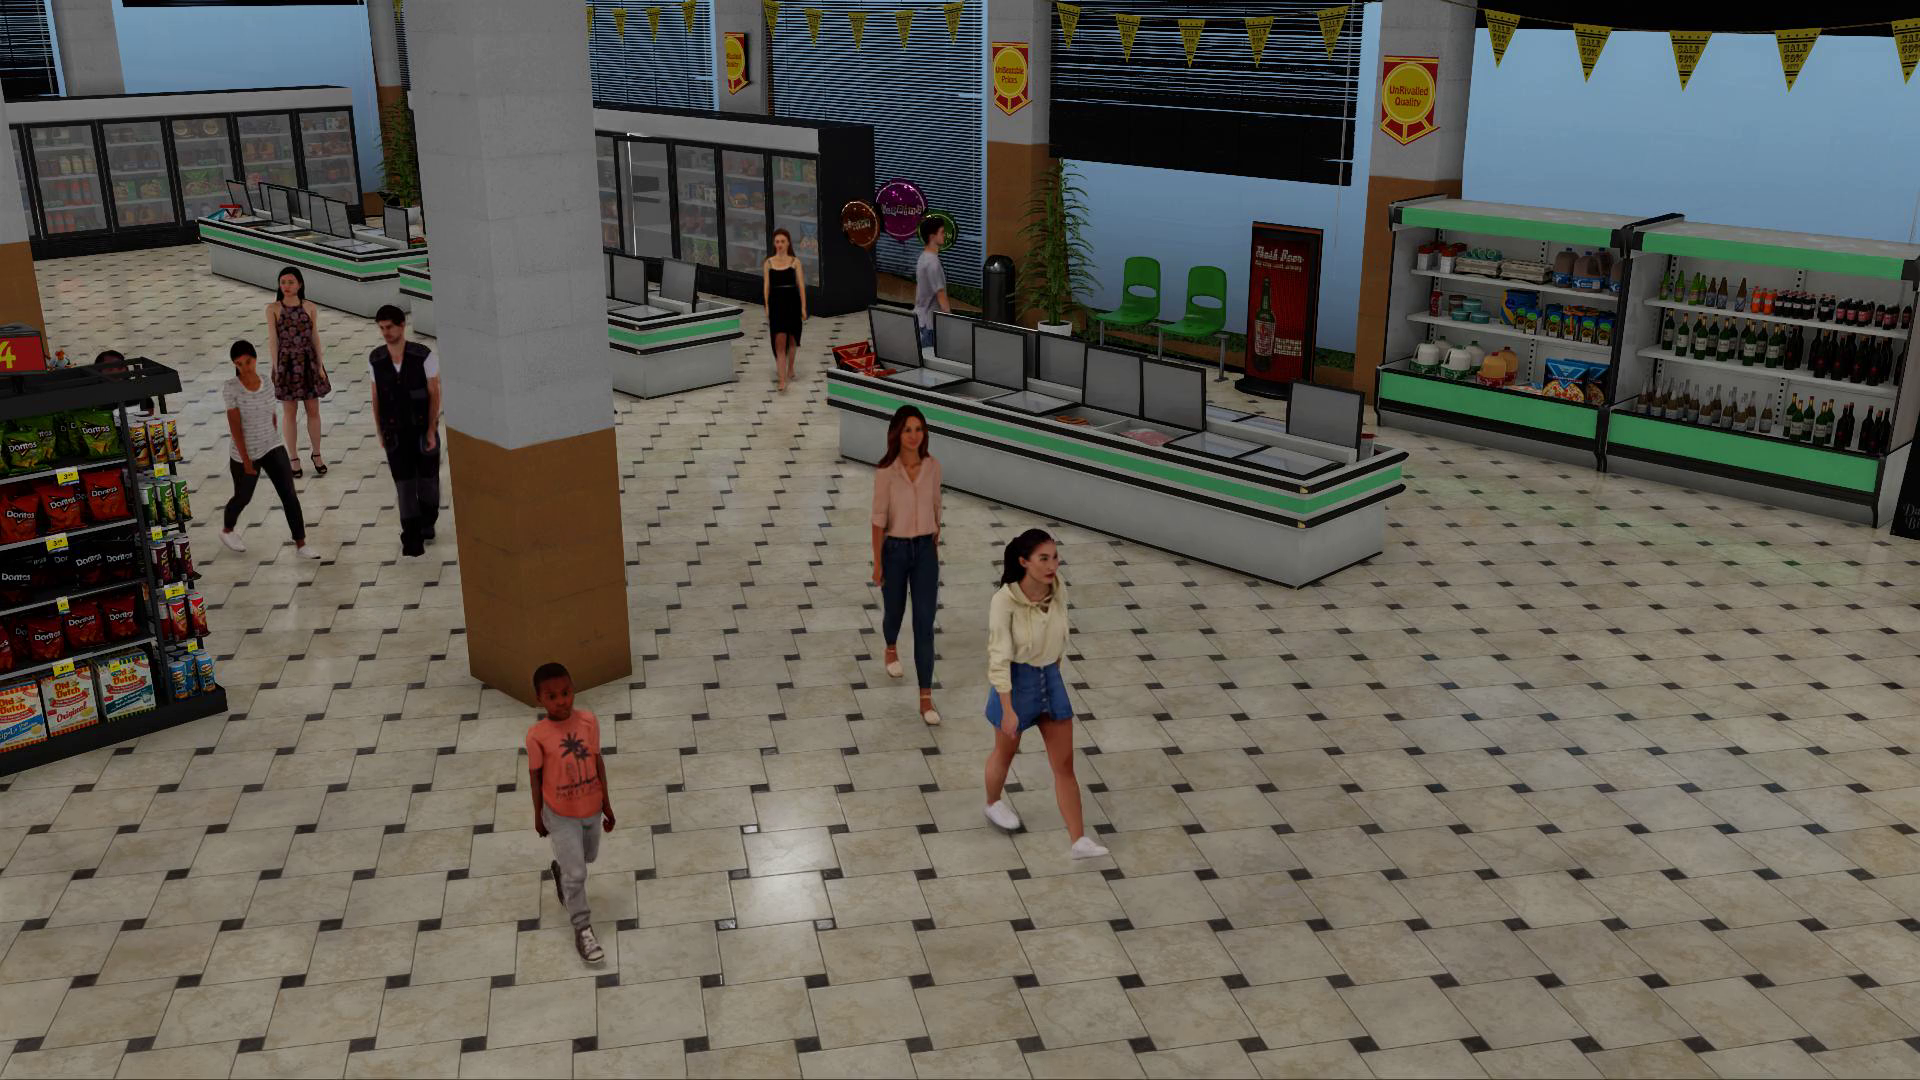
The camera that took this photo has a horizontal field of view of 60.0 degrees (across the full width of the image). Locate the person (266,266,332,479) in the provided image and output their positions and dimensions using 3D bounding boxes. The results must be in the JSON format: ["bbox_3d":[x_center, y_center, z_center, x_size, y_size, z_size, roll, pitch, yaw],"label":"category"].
[{"bbox_3d":[-5.547,-1.411,13.949,0.716,1.774,0.729,-12,22,-32],"label":"person"}]

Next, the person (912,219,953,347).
[{"bbox_3d":[-0.382,-2.083,15.839,1.217,1.841,1.159,0,19,1],"label":"person"}]

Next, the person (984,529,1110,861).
[{"bbox_3d":[0.268,0.720,7.932,0.785,1.582,1.137,-13,23,-33],"label":"person"}]

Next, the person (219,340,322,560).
[{"bbox_3d":[-5.080,-0.615,11.860,1.128,1.601,0.695,12,22,31],"label":"person"}]

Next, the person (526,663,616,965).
[{"bbox_3d":[-1.699,1.121,7.191,0.571,1.294,0.919,-13,22,-33],"label":"person"}]

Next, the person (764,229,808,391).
[{"bbox_3d":[-1.782,-2.376,17.111,1.031,1.583,1.138,-1,19,-4],"label":"person"}]

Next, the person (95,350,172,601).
[{"bbox_3d":[-5.582,-0.436,11.158,0.762,1.710,0.598,17,25,41],"label":"person"}]

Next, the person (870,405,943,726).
[{"bbox_3d":[-0.338,0.094,9.538,0.985,1.741,1.250,-6,19,-16],"label":"person"}]

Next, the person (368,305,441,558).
[{"bbox_3d":[-3.980,-0.806,12.119,1.049,1.798,1.250,-4,19,-12],"label":"person"}]
